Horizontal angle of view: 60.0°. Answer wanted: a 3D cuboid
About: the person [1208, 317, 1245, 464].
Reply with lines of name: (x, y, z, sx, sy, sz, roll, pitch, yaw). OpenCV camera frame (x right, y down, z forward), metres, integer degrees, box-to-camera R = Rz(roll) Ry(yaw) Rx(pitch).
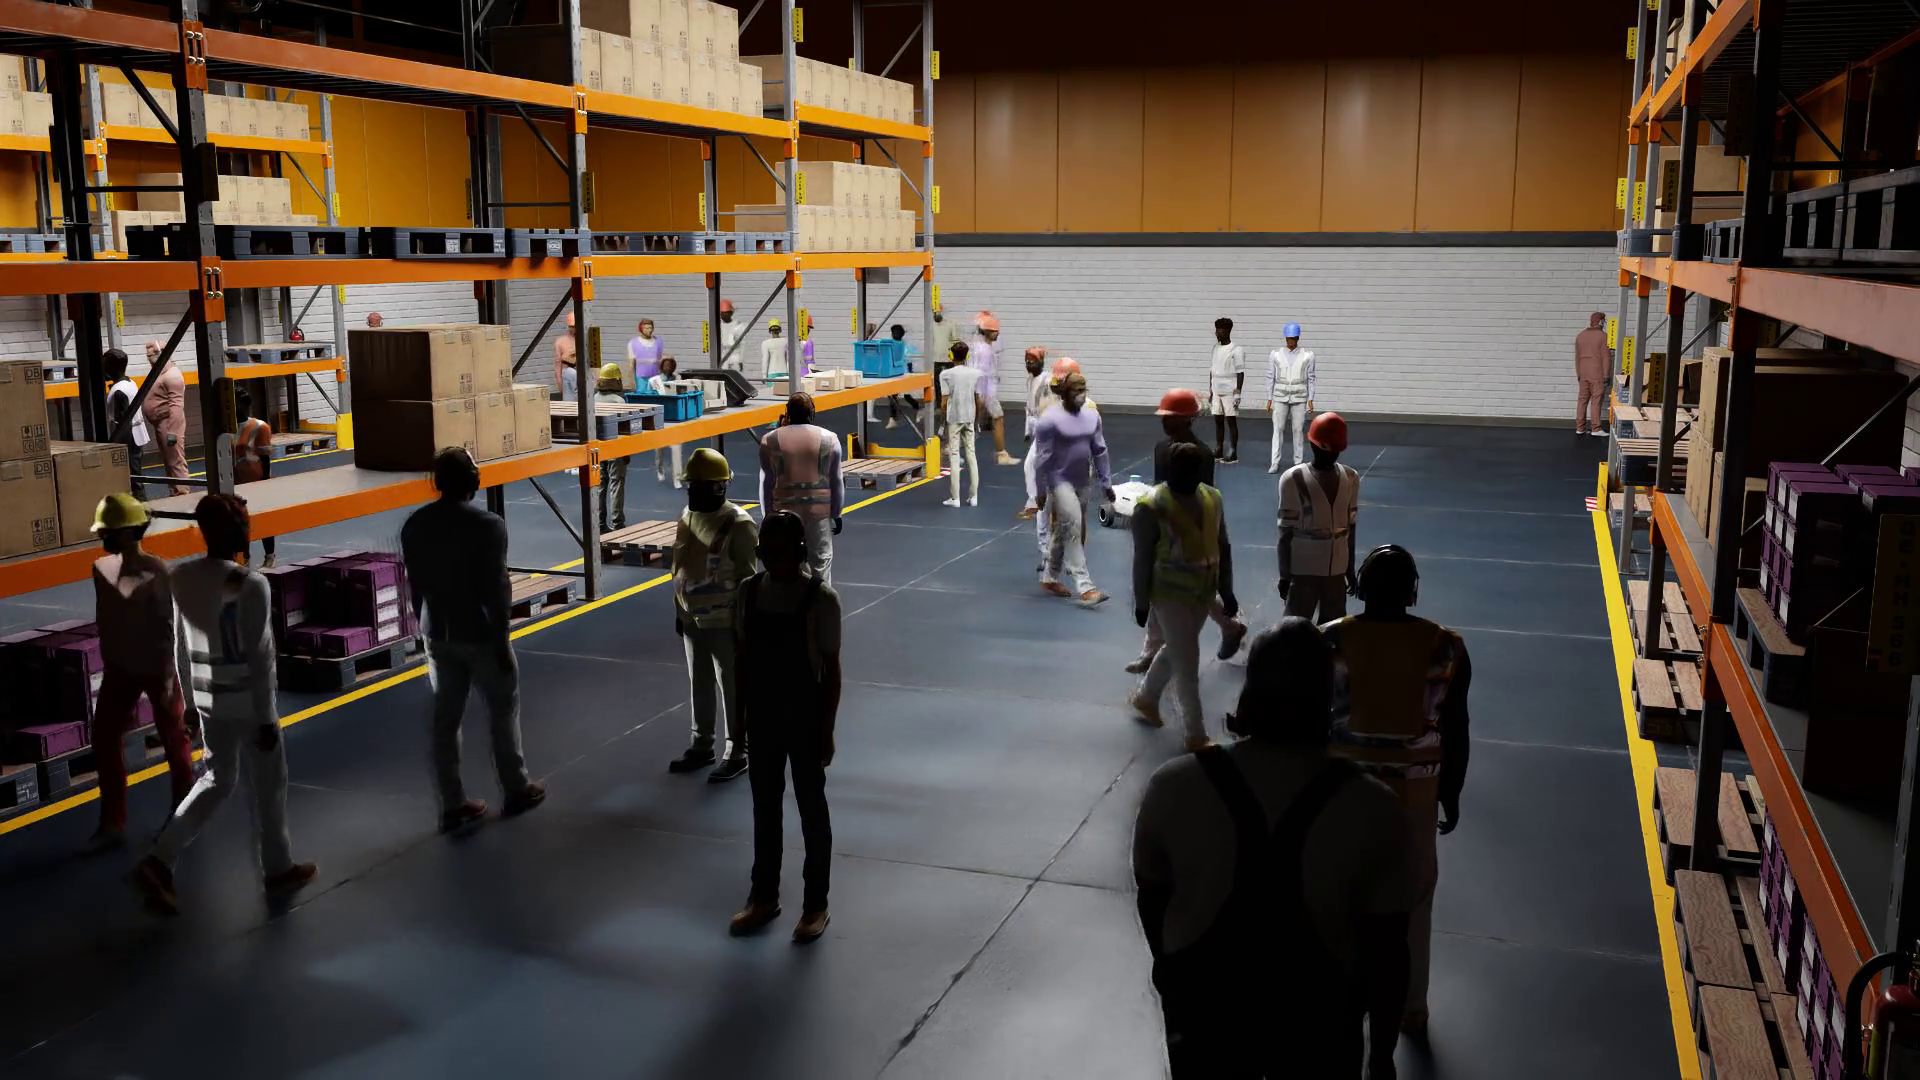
person: (3.548, -2.003, 22.314, 0.365, 1.962, 0.614, -6, 12, -32)

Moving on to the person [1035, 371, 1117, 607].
person: (0.978, -0.417, 13.555, 0.653, 1.890, 0.979, -8, 13, -39)

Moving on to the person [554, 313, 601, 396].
person: (-5.514, -2.299, 24.039, 0.614, 1.955, 0.889, -5, 11, -25)

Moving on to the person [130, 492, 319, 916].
person: (-3.243, 0.723, 7.273, 0.583, 1.861, 0.790, 5, 11, 27)

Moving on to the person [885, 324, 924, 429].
person: (-0.904, -2.626, 26.623, 0.531, 1.675, 0.714, 7, 12, 34)

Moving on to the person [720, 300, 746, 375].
person: (-3.885, -3.005, 27.865, 0.633, 1.985, 1.032, 3, 10, 15)

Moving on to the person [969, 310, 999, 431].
person: (0.363, -2.651, 26.130, 0.575, 1.903, 0.497, 9, 13, 41)

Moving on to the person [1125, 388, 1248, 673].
person: (1.573, -0.071, 11.435, 0.859, 1.970, 0.622, -5, 11, -28)

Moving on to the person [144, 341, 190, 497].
person: (-8.591, -1.204, 17.997, 0.407, 1.902, 0.639, -7, 12, -35)

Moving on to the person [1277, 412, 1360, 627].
person: (2.203, 0.176, 10.155, 0.551, 1.923, 0.383, -4, 11, -19)

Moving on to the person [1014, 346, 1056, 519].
person: (0.824, -1.146, 17.784, 0.730, 1.846, 0.593, -2, 10, -11)

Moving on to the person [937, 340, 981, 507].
person: (-0.011, -1.300, 18.618, 0.521, 1.873, 0.335, -4, 11, -22)

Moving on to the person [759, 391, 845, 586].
person: (-1.182, -0.192, 12.463, 0.633, 1.842, 0.429, -1, 10, -6)

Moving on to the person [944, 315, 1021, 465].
person: (0.281, -1.977, 22.061, 0.977, 2.014, 0.604, -1, 10, -7)

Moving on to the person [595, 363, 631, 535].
person: (-3.507, -0.907, 16.766, 0.492, 1.742, 0.320, 6, 12, 32)

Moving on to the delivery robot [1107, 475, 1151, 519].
delivery robot: (1.800, -0.420, 17.105, 0.477, 0.478, 0.707, -4, 11, -22)

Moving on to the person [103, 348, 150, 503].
person: (-8.174, -0.917, 16.329, 0.390, 1.920, 0.587, -4, 11, -20)

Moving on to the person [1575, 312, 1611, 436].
person: (9.747, -2.544, 25.534, 0.406, 1.905, 0.636, -5, 11, -25)

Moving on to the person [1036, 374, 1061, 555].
person: (0.949, -0.745, 15.787, 0.523, 1.769, 0.319, -7, 12, -34)

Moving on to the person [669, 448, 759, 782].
person: (-1.369, 0.405, 9.121, 0.588, 1.835, 0.403, 9, 13, 40)

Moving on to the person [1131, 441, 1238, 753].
person: (1.276, 0.300, 9.803, 0.621, 1.805, 0.928, -7, 12, -34)

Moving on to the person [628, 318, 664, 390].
person: (-4.698, -2.420, 25.050, 0.592, 1.820, 0.580, -6, 12, -32)

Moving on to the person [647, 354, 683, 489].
person: (-3.547, -1.450, 20.197, 0.525, 1.618, 0.703, -3, 10, -16)

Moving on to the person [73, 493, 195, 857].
person: (-4.000, 0.651, 7.970, 0.546, 1.740, 0.719, 3, 11, 18)

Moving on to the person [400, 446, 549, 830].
person: (-2.456, 0.472, 8.479, 0.661, 1.921, 0.721, 4, 11, 21)

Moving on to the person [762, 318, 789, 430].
person: (-2.912, -2.624, 26.380, 0.526, 1.765, 0.329, -7, 12, -33)

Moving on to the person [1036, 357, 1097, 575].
person: (0.940, -0.655, 14.794, 0.542, 1.939, 0.362, 6, 12, 30)

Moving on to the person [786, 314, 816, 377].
person: (-2.263, -2.303, 24.099, 0.543, 1.932, 0.370, 9, 14, 43)

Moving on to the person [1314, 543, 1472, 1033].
person: (1.555, 0.924, 6.179, 0.629, 1.843, 0.429, 1, 10, 8)

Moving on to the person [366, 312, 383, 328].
person: (-8.897, -2.523, 25.409, 0.651, 1.906, 0.403, -5, 11, -25)

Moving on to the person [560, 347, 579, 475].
person: (-4.937, -1.651, 21.268, 0.289, 1.633, 0.499, -6, 12, -31)

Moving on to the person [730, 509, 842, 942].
person: (-0.739, 0.773, 7.027, 0.506, 1.843, 0.346, 4, 11, 23)

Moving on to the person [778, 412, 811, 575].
person: (-1.296, -0.186, 12.984, 0.308, 1.645, 0.514, -7, 12, -36)

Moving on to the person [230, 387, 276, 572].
person: (-6.334, -0.522, 14.750, 0.530, 1.689, 0.322, 1, 10, 7)

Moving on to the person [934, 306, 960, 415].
person: (-0.212, -3.098, 28.583, 0.832, 1.945, 0.380, 2, 10, 9)

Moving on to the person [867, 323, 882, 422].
person: (-1.497, -2.771, 27.558, 0.311, 1.639, 0.523, -4, 11, -22)

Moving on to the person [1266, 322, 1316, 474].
person: (4.219, -1.806, 21.250, 0.616, 1.945, 0.398, 3, 10, 15)
